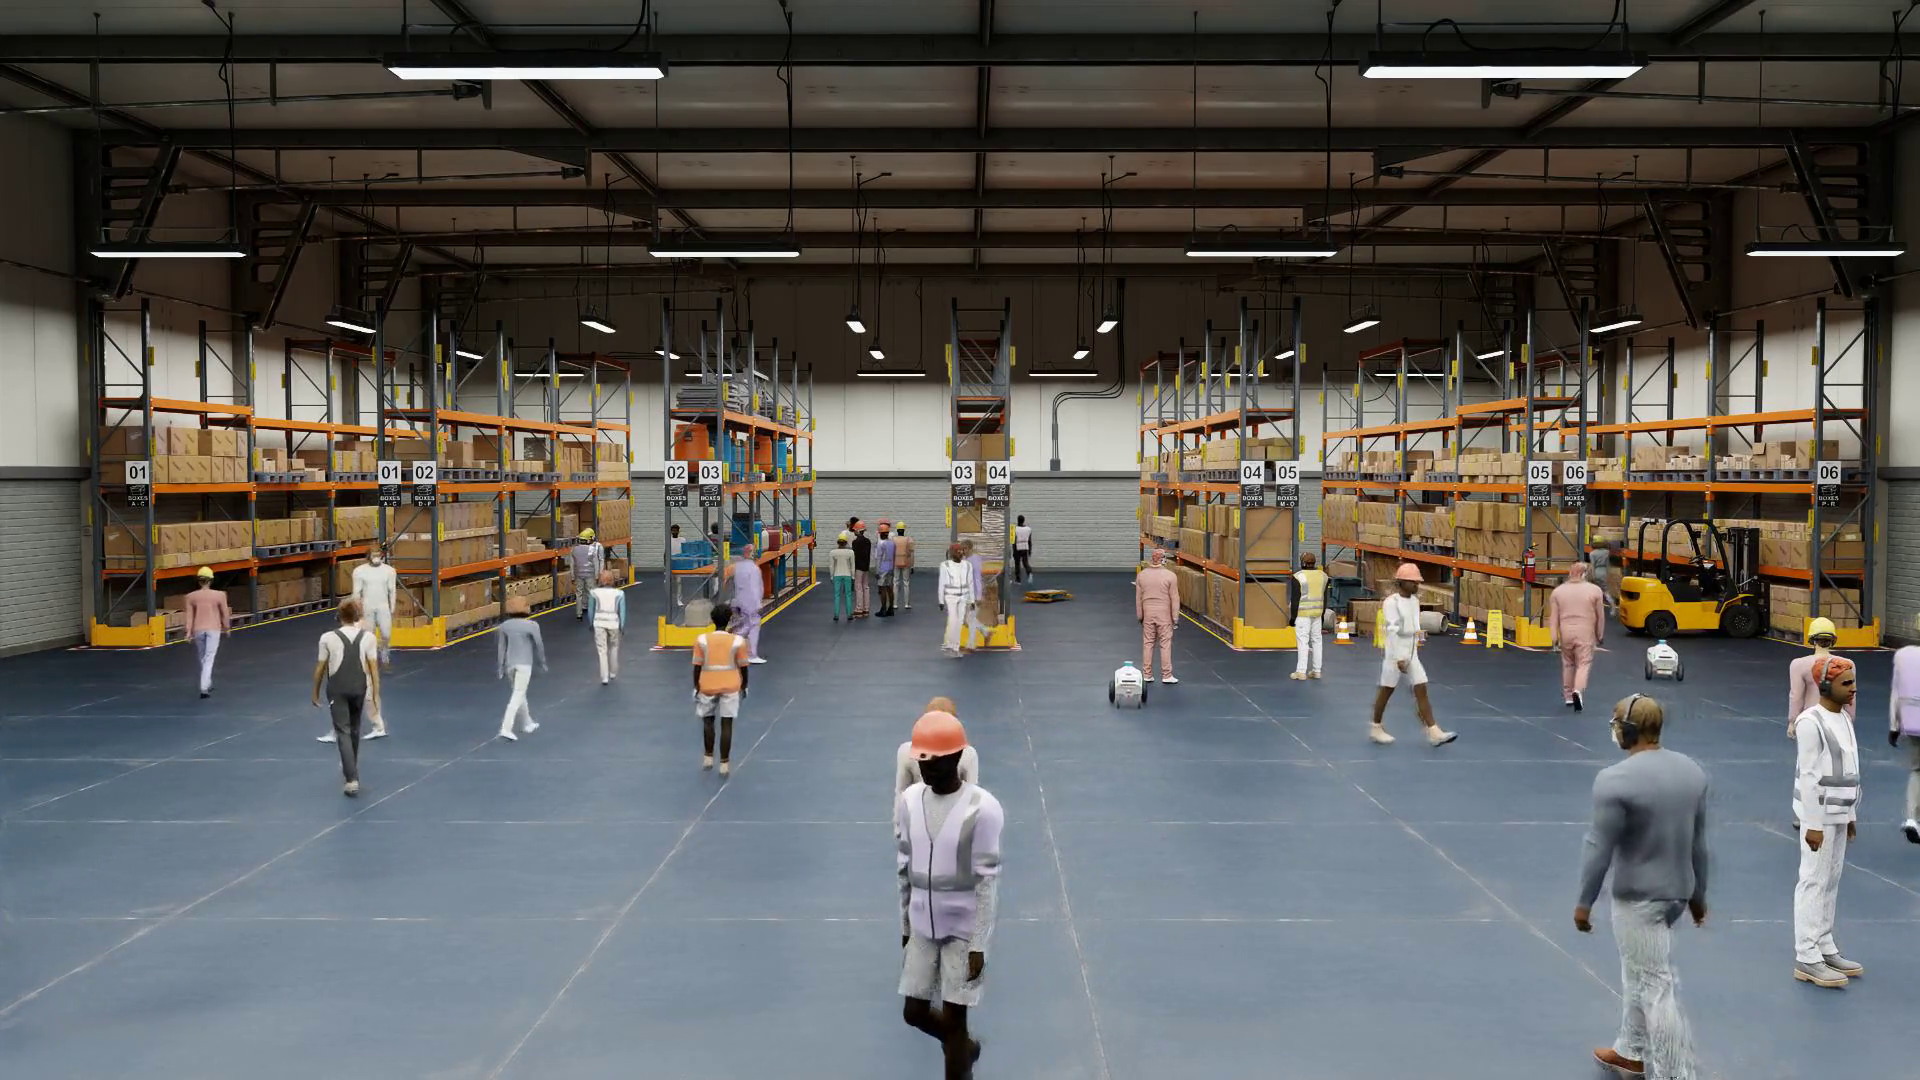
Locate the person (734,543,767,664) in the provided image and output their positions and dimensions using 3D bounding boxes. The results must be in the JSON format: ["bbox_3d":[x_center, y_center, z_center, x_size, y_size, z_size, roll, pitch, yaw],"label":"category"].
[{"bbox_3d":[-3.300,0.997,25.163,0.514,1.891,0.648,-1,3,-32],"label":"person"}]

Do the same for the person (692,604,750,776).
[{"bbox_3d":[-2.357,1.465,15.964,0.559,1.670,0.672,0,2,-6],"label":"person"}]

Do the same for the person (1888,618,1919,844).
[{"bbox_3d":[7.616,1.485,12.632,0.409,1.904,0.674,-1,2,-23],"label":"person"}]

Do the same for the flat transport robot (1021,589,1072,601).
[{"bbox_3d":[2.045,1.302,38.076,0.652,0.197,1.431,1,3,28],"label":"flat transport robot"}]

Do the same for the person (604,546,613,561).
[{"bbox_3d":[-10.251,0.108,46.390,0.628,1.981,0.648,-2,3,-42],"label":"person"}]

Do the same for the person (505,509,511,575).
[{"bbox_3d":[-12.847,0.130,45.685,0.377,1.995,0.608,0,2,1],"label":"person"}]

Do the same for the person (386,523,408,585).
[{"bbox_3d":[-12.523,0.539,36.074,0.542,1.939,0.363,0,2,-1],"label":"person"}]

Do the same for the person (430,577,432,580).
[{"bbox_3d":[-11.547,0.530,35.774,0.667,1.986,0.986,0,2,-5],"label":"person"}]

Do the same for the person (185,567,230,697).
[{"bbox_3d":[-10.078,1.226,21.600,0.522,1.726,0.922,0,2,-8],"label":"person"}]

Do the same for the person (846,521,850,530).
[{"bbox_3d":[-3.184,0.259,46.833,0.315,1.640,0.515,1,3,31],"label":"person"}]

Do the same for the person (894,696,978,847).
[{"bbox_3d":[-0.143,1.748,9.679,0.515,1.608,0.671,0,2,-2],"label":"person"}]

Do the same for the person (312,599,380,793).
[{"bbox_3d":[-5.758,1.448,15.171,0.521,1.788,1.018,-2,3,-37],"label":"person"}]

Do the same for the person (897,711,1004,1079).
[{"bbox_3d":[-0.030,1.701,7.200,0.544,1.916,0.571,1,3,32],"label":"person"}]

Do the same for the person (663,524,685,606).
[{"bbox_3d":[-6.418,0.561,36.423,0.572,1.866,0.320,-1,2,-17],"label":"person"}]

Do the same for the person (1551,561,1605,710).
[{"bbox_3d":[7.788,1.200,20.400,0.639,1.868,0.850,2,3,35],"label":"person"}]

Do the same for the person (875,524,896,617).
[{"bbox_3d":[-1.586,0.633,33.836,0.374,1.929,0.548,2,3,38],"label":"person"}]

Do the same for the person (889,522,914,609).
[{"bbox_3d":[-1.306,0.560,35.688,0.589,1.927,0.369,0,2,0],"label":"person"}]

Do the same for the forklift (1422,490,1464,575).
[{"bbox_3d":[13.926,-0.371,47.846,1.873,2.768,1.129,0,2,0],"label":"forklift"}]

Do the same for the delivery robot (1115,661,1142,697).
[{"bbox_3d":[2.163,1.803,20.740,0.477,0.478,0.707,0,3,5],"label":"delivery robot"}]

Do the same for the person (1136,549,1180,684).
[{"bbox_3d":[2.825,1.079,22.904,0.651,1.906,0.403,1,3,31],"label":"person"}]

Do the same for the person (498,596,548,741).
[{"bbox_3d":[-4.957,1.428,18.122,0.496,1.586,0.901,1,2,21],"label":"person"}]

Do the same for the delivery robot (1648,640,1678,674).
[{"bbox_3d":[10.205,1.697,23.453,0.477,0.478,0.707,1,2,17],"label":"delivery robot"}]

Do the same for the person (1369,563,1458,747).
[{"bbox_3d":[4.872,1.250,17.515,0.617,1.984,1.050,-2,3,-36],"label":"person"}]

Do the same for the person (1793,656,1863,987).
[{"bbox_3d":[5.087,1.625,9.455,0.572,1.883,0.356,-2,3,-44],"label":"person"}]

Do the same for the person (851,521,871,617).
[{"bbox_3d":[-2.084,0.605,33.702,0.375,1.997,0.612,1,3,28],"label":"person"}]

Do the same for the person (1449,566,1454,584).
[{"bbox_3d":[11.996,0.445,39.741,0.550,1.841,0.761,1,3,25],"label":"person"}]

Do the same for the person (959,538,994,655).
[{"bbox_3d":[0.244,0.926,26.701,0.626,1.913,0.680,-1,2,-24],"label":"person"}]

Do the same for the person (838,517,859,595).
[{"bbox_3d":[-2.708,0.394,39.911,0.734,1.912,0.763,-1,2,-20],"label":"person"}]

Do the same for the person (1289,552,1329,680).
[{"bbox_3d":[5.026,1.092,23.374,0.626,1.844,0.429,-1,3,-26],"label":"person"}]

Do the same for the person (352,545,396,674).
[{"bbox_3d":[-8.652,1.037,23.872,0.639,1.920,0.577,-1,3,-26],"label":"person"}]

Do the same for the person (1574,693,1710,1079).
[{"bbox_3d":[3.189,1.681,7.688,0.654,1.904,0.817,-1,3,-27],"label":"person"}]

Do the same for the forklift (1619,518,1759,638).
[{"bbox_3d":[13.417,0.684,29.791,2.313,2.155,1.214,0,2,0],"label":"forklift"}]

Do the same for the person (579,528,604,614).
[{"bbox_3d":[-7.867,0.662,34.296,0.601,1.830,0.404,0,2,12],"label":"person"}]

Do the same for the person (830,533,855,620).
[{"bbox_3d":[-2.395,0.749,32.914,0.525,1.772,0.306,0,2,-3],"label":"person"}]

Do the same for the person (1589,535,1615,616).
[{"bbox_3d":[13.279,0.746,33.458,0.486,1.720,0.652,0,2,-12],"label":"person"}]

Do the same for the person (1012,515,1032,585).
[{"bbox_3d":[1.691,0.268,43.523,0.594,1.899,0.723,-1,3,-25],"label":"person"}]

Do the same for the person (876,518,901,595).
[{"bbox_3d":[-1.797,0.404,40.252,0.538,1.884,0.926,1,2,22],"label":"person"}]

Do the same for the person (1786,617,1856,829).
[{"bbox_3d":[7.137,1.526,13.395,0.533,1.767,0.326,0,2,6],"label":"person"}]

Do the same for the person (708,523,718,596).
[{"bbox_3d":[-6.027,0.465,39.776,0.639,1.800,0.950,0,2,1],"label":"person"}]

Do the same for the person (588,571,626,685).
[{"bbox_3d":[-5.005,1.234,22.899,0.510,1.590,0.878,-1,2,-14],"label":"person"}]

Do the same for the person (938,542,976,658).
[{"bbox_3d":[-0.036,0.974,25.991,0.576,1.867,0.501,-1,3,-31],"label":"person"}]

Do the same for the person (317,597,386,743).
[{"bbox_3d":[-6.728,1.430,17.899,0.580,1.628,0.532,0,2,-7],"label":"person"}]

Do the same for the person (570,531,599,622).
[{"bbox_3d":[-7.567,0.729,32.601,0.589,1.834,0.403,0,2,4],"label":"person"}]
